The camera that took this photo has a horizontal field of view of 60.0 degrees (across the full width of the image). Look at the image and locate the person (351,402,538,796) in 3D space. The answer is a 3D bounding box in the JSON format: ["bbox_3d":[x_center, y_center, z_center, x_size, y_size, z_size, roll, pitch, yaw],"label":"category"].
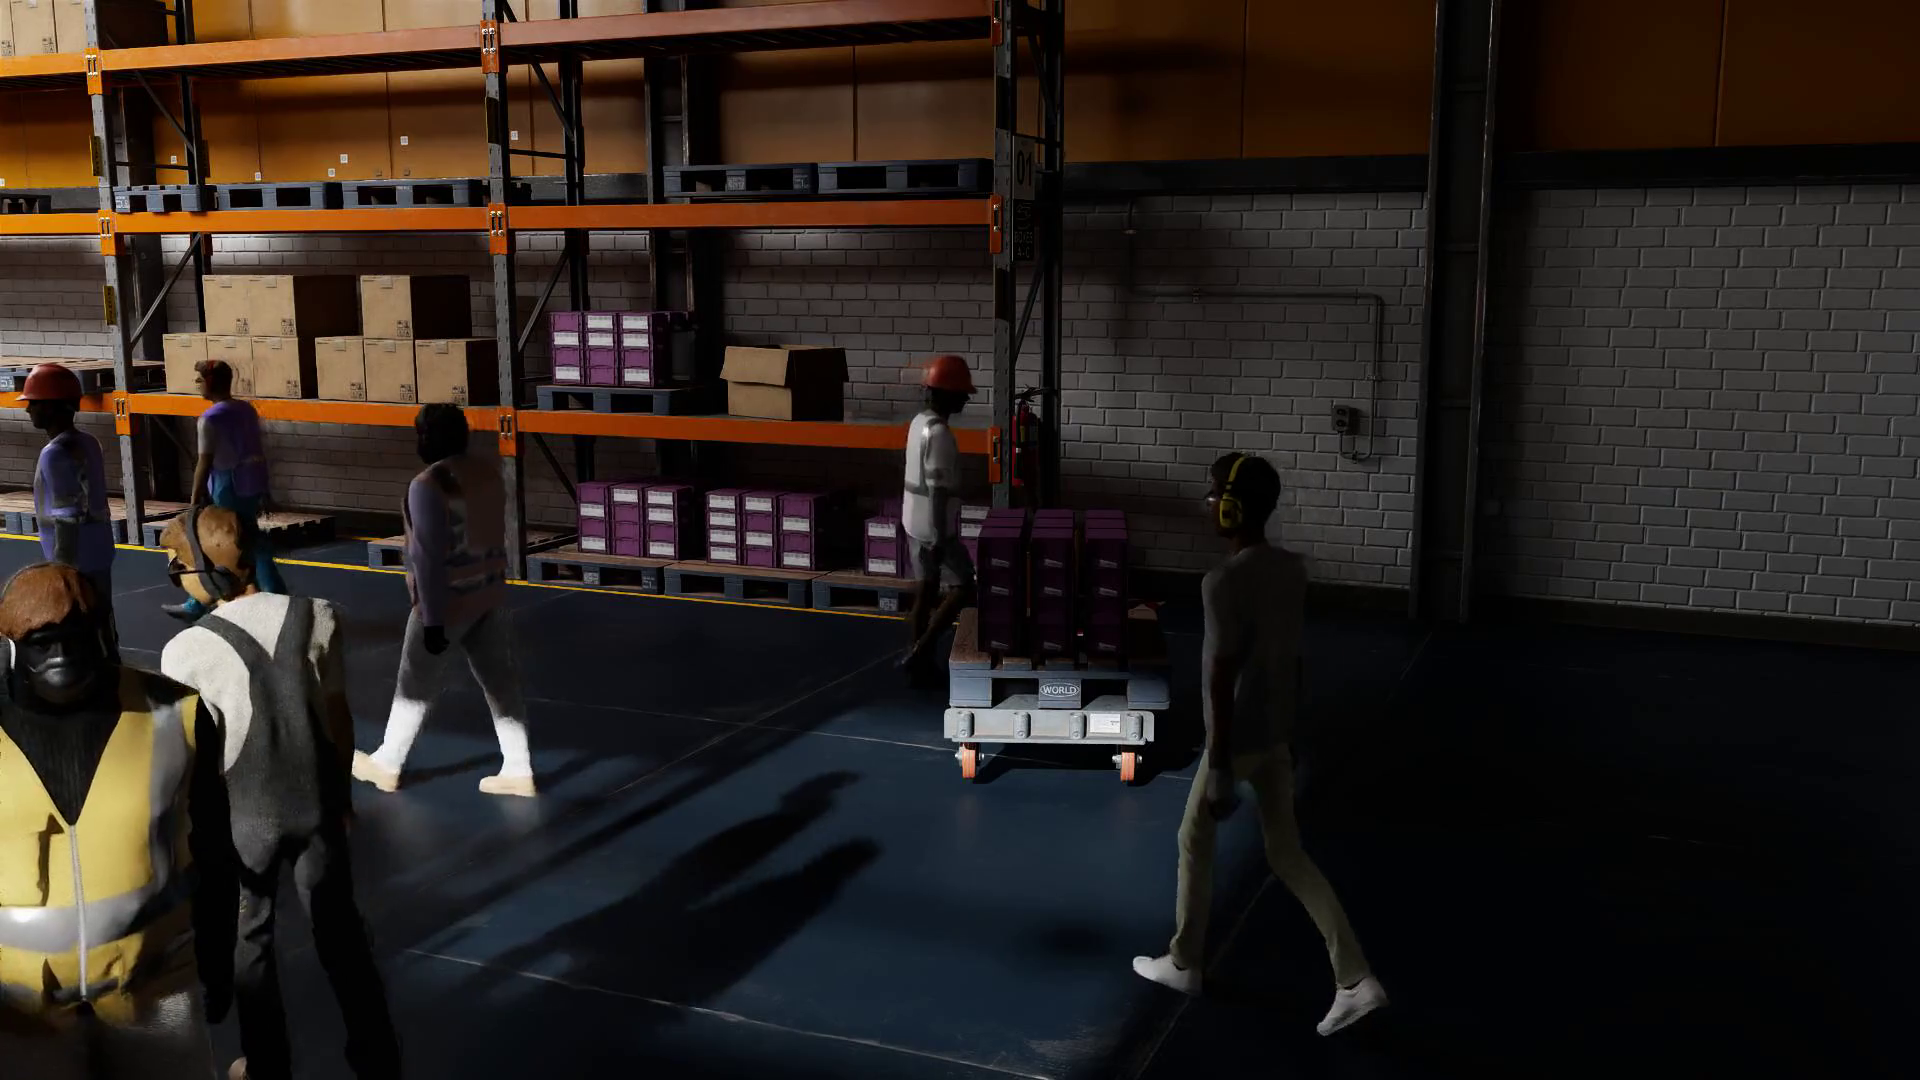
[{"bbox_3d":[-2.348,0.280,7.531,0.930,1.794,0.656,4,10,20],"label":"person"}]

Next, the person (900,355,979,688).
[{"bbox_3d":[-0.119,-0.083,9.375,0.409,1.911,0.587,-4,10,-20],"label":"person"}]

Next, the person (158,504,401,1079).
[{"bbox_3d":[-1.816,0.788,4.497,0.547,1.797,0.878,-9,13,-43],"label":"person"}]

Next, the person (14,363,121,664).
[{"bbox_3d":[-4.350,0.107,8.140,0.375,1.939,0.546,-2,10,-11],"label":"person"}]

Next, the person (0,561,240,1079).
[{"bbox_3d":[-1.835,0.939,3.482,0.639,1.828,0.442,-6,11,-31],"label":"person"}]

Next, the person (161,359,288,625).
[{"bbox_3d":[-4.829,-0.281,10.896,0.984,1.786,0.583,0,9,2],"label":"person"}]

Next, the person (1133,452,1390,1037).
[{"bbox_3d":[0.971,0.640,5.265,0.538,1.842,0.919,-8,13,-41],"label":"person"}]
